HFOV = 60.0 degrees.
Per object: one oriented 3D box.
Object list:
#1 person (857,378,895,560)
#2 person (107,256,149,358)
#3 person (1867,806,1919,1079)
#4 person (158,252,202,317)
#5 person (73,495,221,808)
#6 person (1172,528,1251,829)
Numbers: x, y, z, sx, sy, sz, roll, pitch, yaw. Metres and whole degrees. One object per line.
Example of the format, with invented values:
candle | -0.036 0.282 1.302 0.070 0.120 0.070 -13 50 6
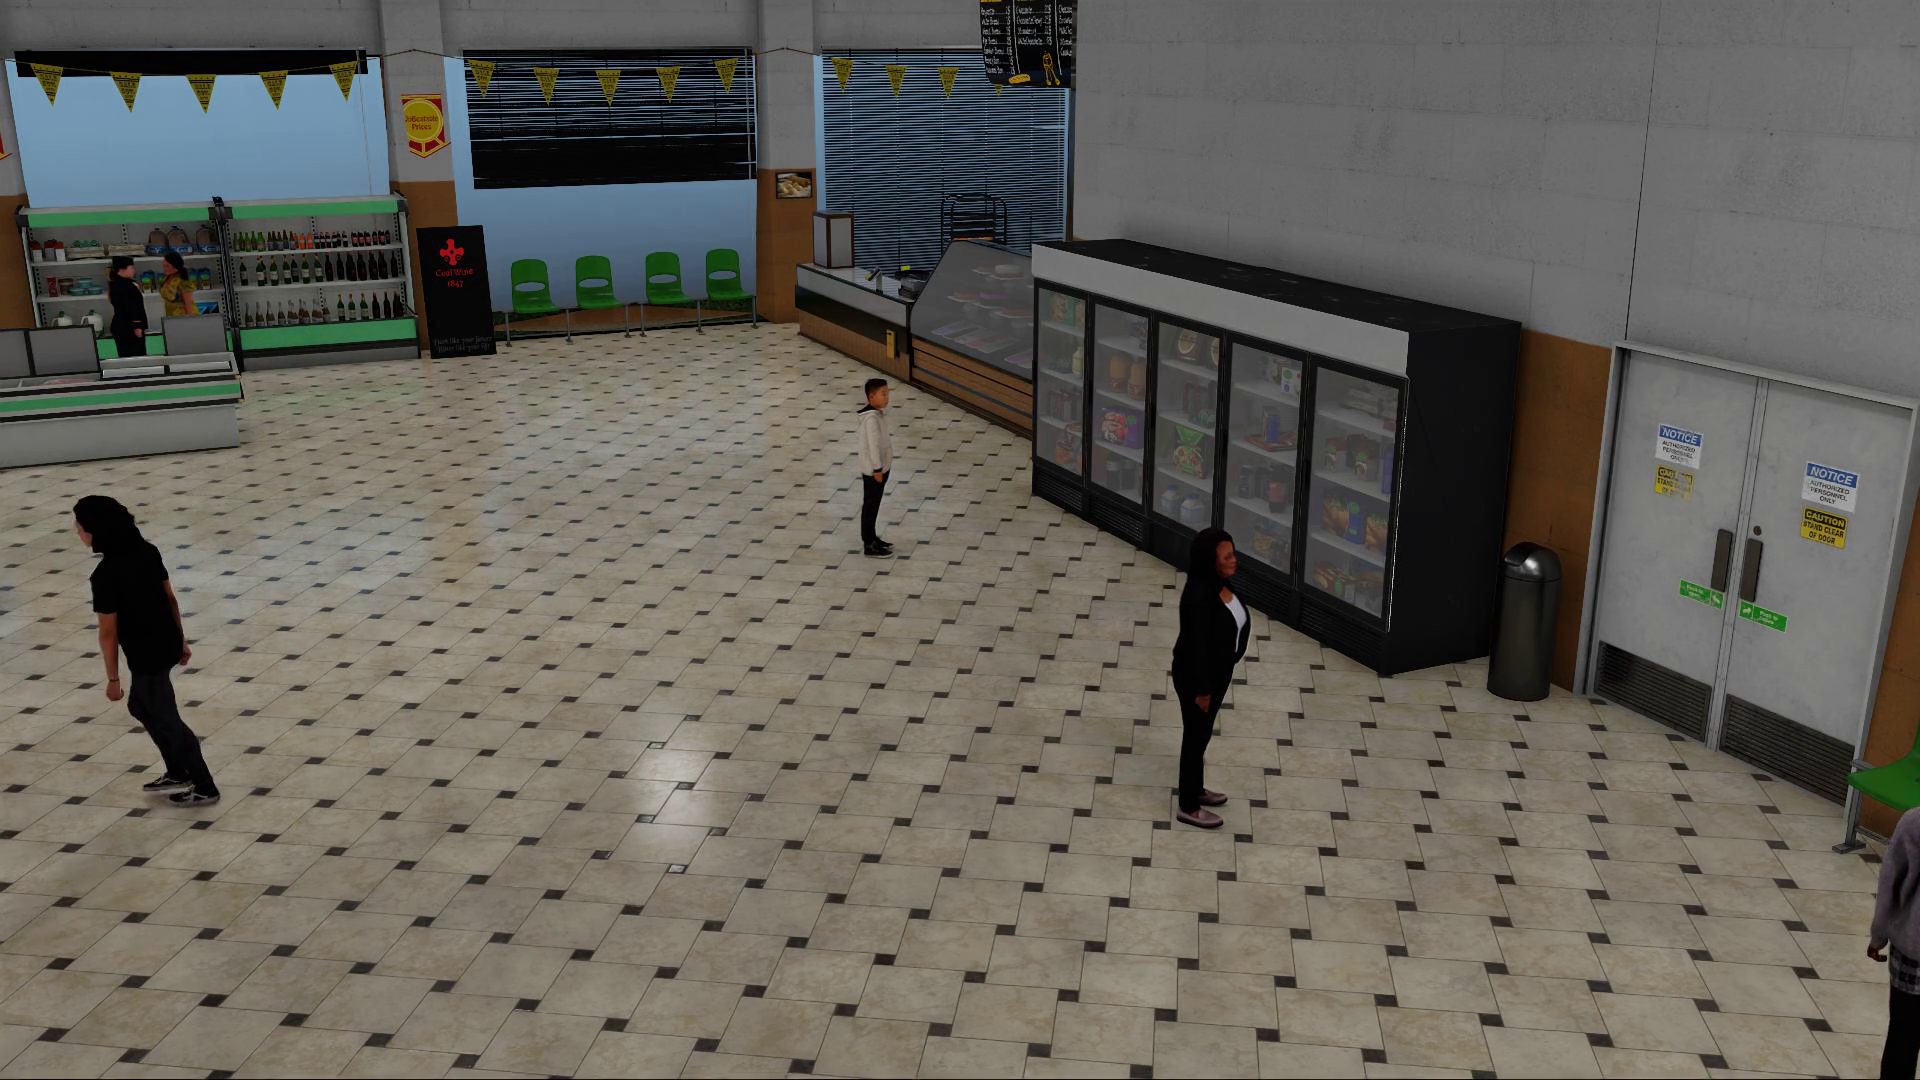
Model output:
person | -0.703 -0.593 13.474 0.656 1.451 0.654 1 17 2
person | -9.549 -2.416 19.102 0.707 1.669 0.750 -13 21 -36
person | 3.555 1.512 5.998 0.739 1.767 0.779 8 19 25
person | -9.193 -2.582 19.689 0.996 1.645 0.980 11 20 33
person | -4.277 0.609 8.921 0.836 1.796 0.789 3 17 9
person | 1.295 0.716 8.877 0.812 1.617 0.763 4 17 14
